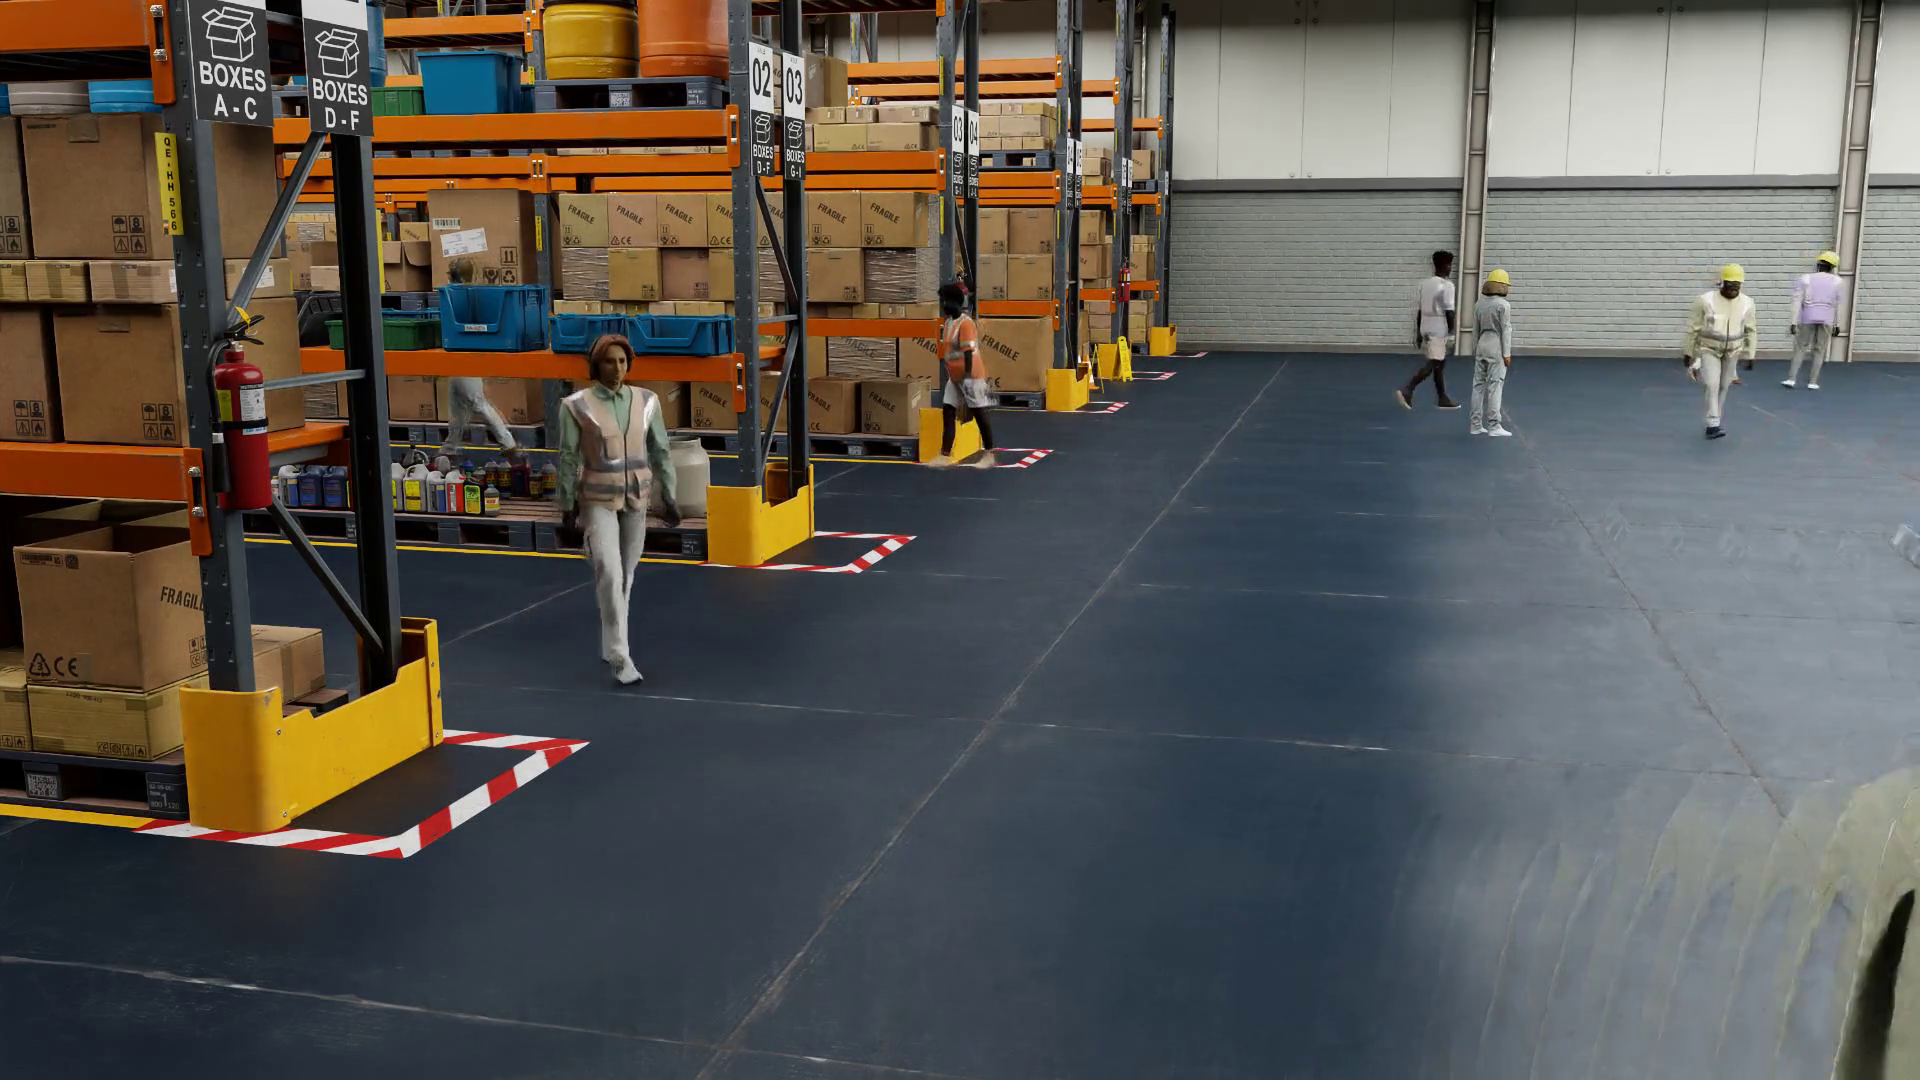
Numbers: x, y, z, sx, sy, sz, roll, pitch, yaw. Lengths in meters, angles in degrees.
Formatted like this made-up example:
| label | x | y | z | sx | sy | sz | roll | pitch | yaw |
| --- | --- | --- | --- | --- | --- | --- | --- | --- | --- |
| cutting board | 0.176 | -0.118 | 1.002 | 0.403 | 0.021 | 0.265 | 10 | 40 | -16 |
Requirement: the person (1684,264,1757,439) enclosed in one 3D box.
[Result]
| label | x | y | z | sx | sy | sz | roll | pitch | yaw |
| --- | --- | --- | --- | --- | --- | --- | --- | --- | --- |
| person | 7.850 | -1.925 | 17.089 | 0.627 | 1.787 | 0.863 | 1 | 10 | 6 |

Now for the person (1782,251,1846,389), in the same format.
| label | x | y | z | sx | sy | sz | roll | pitch | yaw |
| --- | --- | --- | --- | --- | --- | --- | --- | --- | --- |
| person | 11.781 | -3.011 | 22.851 | 0.630 | 1.882 | 0.495 | 5 | 11 | 26 |

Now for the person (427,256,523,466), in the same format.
| label | x | y | z | sx | sy | sz | roll | pitch | yaw |
| --- | --- | --- | --- | --- | --- | --- | --- | --- | --- |
| person | -4.395 | -1.599 | 15.001 | 0.989 | 1.907 | 0.630 | 1 | 10 | 7 |

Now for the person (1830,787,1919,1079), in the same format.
| label | x | y | z | sx | sy | sz | roll | pitch | yaw |
| --- | --- | --- | --- | --- | --- | --- | --- | --- | --- |
| person | 0.840 | 0.834 | 1.399 | 1.023 | 1.958 | 0.621 | 4 | 11 | 21 |

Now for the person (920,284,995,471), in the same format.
| label | x | y | z | sx | sy | sz | roll | pitch | yaw |
| --- | --- | --- | --- | --- | --- | --- | --- | --- | --- |
| person | -0.022 | -1.424 | 14.674 | 0.781 | 1.639 | 0.606 | -5 | 11 | -26 |

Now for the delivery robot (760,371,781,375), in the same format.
| label | x | y | z | sx | sy | sz | roll | pitch | yaw |
| --- | --- | --- | --- | --- | --- | --- | --- | --- | --- |
| delivery robot | -2.226 | -1.824 | 19.703 | 0.707 | 0.478 | 0.477 | 3 | 11 | 16 |

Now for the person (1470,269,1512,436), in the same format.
| label | x | y | z | sx | sy | sz | roll | pitch | yaw |
| --- | --- | --- | --- | --- | --- | --- | --- | --- | --- |
| person | 5.588 | -1.957 | 17.430 | 0.305 | 1.736 | 0.484 | -6 | 12 | -29 |

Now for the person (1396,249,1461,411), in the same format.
| label | x | y | z | sx | sy | sz | roll | pitch | yaw |
| --- | --- | --- | --- | --- | --- | --- | --- | --- | --- |
| person | 5.644 | -2.509 | 19.939 | 0.893 | 1.942 | 0.614 | -3 | 11 | -16 |

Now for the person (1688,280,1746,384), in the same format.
| label | x | y | z | sx | sy | sz | roll | pitch | yaw |
| --- | --- | --- | --- | --- | --- | --- | --- | --- | --- |
| person | 10.787 | -3.000 | 23.571 | 0.746 | 1.611 | 0.511 | -1 | 10 | -7 |

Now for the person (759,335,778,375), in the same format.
| label | x | y | z | sx | sy | sz | roll | pitch | yaw |
| --- | --- | --- | --- | --- | --- | --- | --- | --- | --- |
| person | -2.174 | -2.142 | 18.325 | 0.998 | 1.776 | 0.659 | 0 | 10 | 2 |

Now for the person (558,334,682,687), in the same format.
| label | x | y | z | sx | sy | sz | roll | pitch | yaw |
| --- | --- | --- | --- | --- | --- | --- | --- | --- | --- |
| person | -1.538 | -0.134 | 7.688 | 0.518 | 1.609 | 0.774 | -8 | 13 | -39 |
